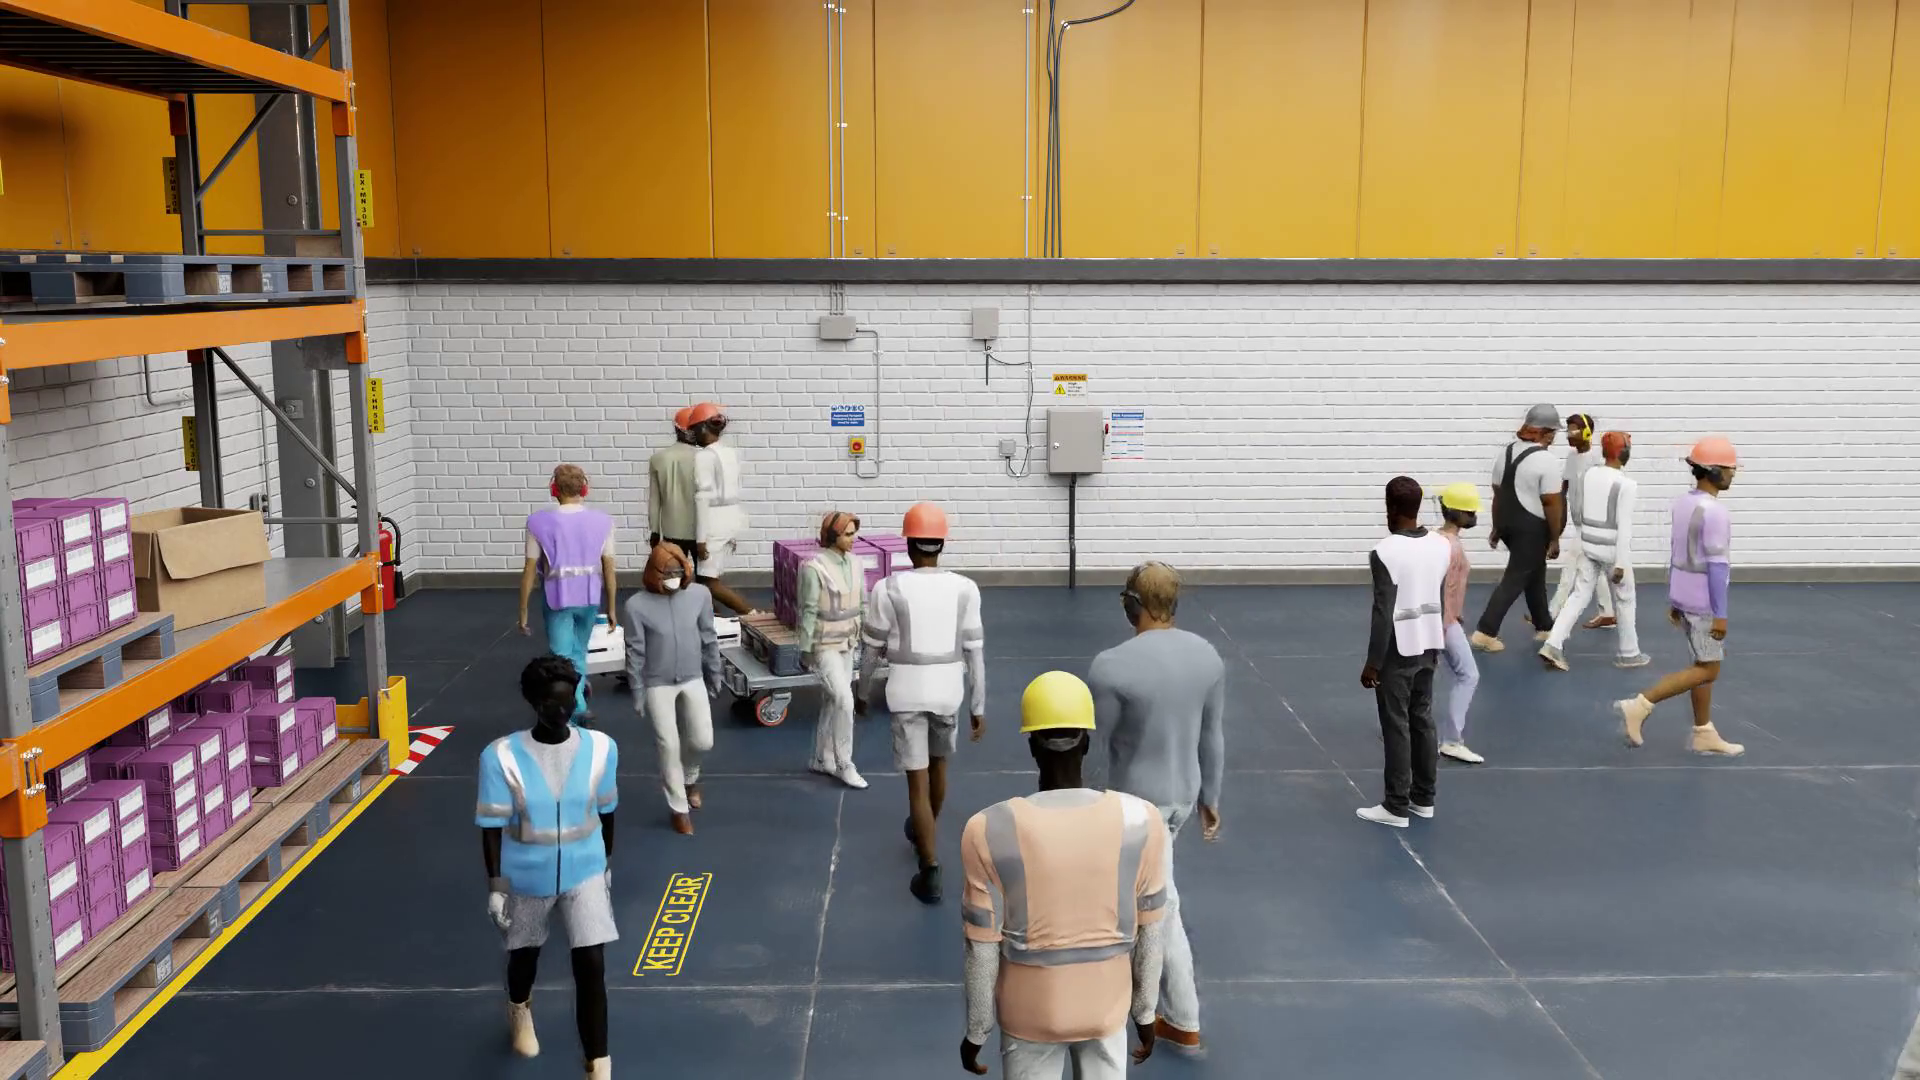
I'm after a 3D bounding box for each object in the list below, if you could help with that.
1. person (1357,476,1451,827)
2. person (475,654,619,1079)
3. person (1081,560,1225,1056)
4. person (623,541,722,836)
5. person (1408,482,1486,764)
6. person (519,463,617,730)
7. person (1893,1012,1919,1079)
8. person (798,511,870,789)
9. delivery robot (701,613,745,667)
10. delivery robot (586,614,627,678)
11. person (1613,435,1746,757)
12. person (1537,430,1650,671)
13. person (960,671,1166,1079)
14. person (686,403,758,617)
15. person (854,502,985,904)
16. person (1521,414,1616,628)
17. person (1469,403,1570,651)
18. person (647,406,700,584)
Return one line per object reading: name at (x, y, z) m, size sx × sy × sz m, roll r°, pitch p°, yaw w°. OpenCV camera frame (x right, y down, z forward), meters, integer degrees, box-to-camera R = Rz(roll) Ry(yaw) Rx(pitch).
person at (2.437, 0.608, 9.078) m, size 0.594 × 1.915 × 0.373 m, roll -7°, pitch 12°, yaw -38°
person at (-1.519, 1.214, 6.147) m, size 0.533 × 1.655 × 0.873 m, roll -4°, pitch 10°, yaw -24°
person at (0.682, 1.014, 6.669) m, size 0.636 × 1.893 × 0.990 m, roll -7°, pitch 12°, yaw -37°
person at (-1.538, 0.782, 8.916) m, size 0.539 × 1.606 × 0.436 m, roll -5°, pitch 10°, yaw -26°
person at (3.027, 0.507, 10.223) m, size 0.607 × 1.742 × 0.540 m, roll 0°, pitch 9°, yaw 1°
person at (-2.440, 0.433, 10.494) m, size 0.635 × 1.808 × 0.828 m, roll -5°, pitch 11°, yaw -30°
person at (3.687, 1.235, 5.631) m, size 0.924 × 1.781 × 0.591 m, roll 7°, pitch 11°, yaw 36°
person at (-0.659, 0.641, 9.748) m, size 0.626 × 1.616 × 0.538 m, roll 6°, pitch 11°, yaw 32°
delivery robot at (-1.895, 0.723, 12.251) m, size 0.707 × 0.478 × 0.477 m, roll -5°, pitch 10°, yaw -29°
delivery robot at (-2.548, 0.777, 11.917) m, size 0.707 × 0.478 × 0.477 m, roll -5°, pitch 10°, yaw -29°
person at (4.494, 0.362, 10.249) m, size 0.759 × 2.028 × 0.619 m, roll 1°, pitch 9°, yaw 6°
person at (4.826, 0.085, 12.534) m, size 0.970 × 1.849 × 0.575 m, roll -5°, pitch 10°, yaw -26°
person at (0.282, 1.320, 4.712) m, size 0.585 × 1.917 × 0.382 m, roll -2°, pitch 9°, yaw -11°
person at (-1.797, -0.058, 12.931) m, size 0.788 × 1.994 × 0.671 m, roll 3°, pitch 10°, yaw 18°
person at (-0.211, 0.757, 8.241) m, size 0.561 × 1.890 × 0.965 m, roll -3°, pitch 10°, yaw -20°
person at (5.129, -0.138, 13.939) m, size 0.961 × 1.821 × 0.505 m, roll -1°, pitch 9°, yaw -5°
person at (4.499, -0.136, 13.260) m, size 1.034 × 2.000 × 0.684 m, roll -2°, pitch 10°, yaw -15°
person at (-2.183, -0.093, 13.248) m, size 0.643 × 1.957 × 0.726 m, roll 3°, pitch 10°, yaw 19°
